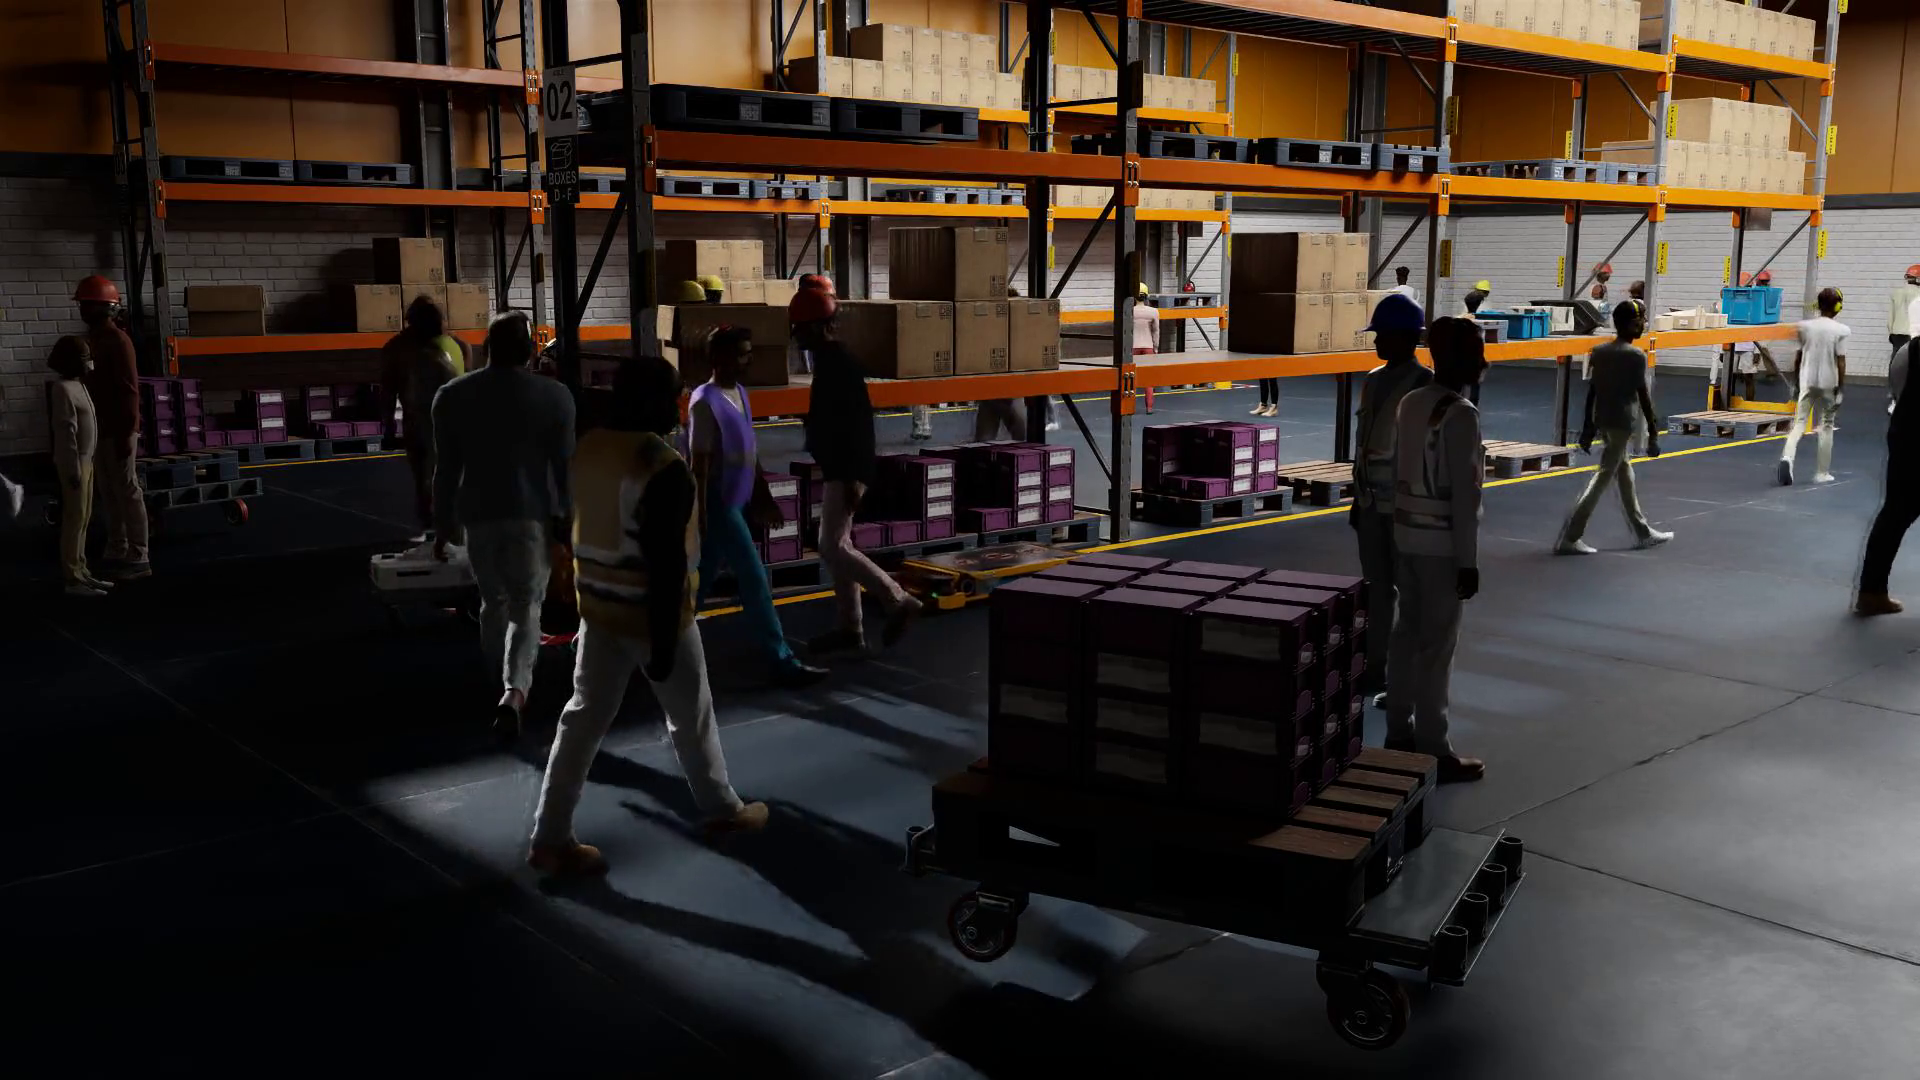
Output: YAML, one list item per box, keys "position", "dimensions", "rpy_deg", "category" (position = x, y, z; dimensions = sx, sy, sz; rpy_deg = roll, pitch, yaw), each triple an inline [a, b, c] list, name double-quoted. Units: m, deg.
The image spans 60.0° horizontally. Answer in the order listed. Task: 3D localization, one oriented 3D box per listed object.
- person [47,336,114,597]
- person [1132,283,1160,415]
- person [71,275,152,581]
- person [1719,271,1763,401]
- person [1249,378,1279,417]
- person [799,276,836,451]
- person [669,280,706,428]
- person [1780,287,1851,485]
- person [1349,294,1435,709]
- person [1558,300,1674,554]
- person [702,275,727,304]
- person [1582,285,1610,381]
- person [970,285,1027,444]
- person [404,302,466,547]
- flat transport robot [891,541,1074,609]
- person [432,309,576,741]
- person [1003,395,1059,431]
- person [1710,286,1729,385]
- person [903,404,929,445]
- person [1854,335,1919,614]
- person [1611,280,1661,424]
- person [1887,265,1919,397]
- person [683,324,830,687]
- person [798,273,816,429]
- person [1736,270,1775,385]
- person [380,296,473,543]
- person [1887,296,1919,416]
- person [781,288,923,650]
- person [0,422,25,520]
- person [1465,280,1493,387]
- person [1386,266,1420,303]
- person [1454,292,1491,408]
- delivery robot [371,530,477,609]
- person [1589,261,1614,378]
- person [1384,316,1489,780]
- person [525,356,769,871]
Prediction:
- position: [-5.525, -0.462, 10.432]
  dimensions: [0.268, 1.632, 0.507]
  rpy_deg: [-3, 10, -18]
  category: "person"
- position: [2.409, -2.558, 22.318]
  dimensions: [0.533, 1.768, 0.311]
  rpy_deg: [-1, 10, -4]
  category: "person"
- position: [-5.611, -0.734, 10.965]
  dimensions: [0.620, 1.996, 0.372]
  rpy_deg: [8, 13, 41]
  category: "person"
- position: [9.948, -2.450, 21.217]
  dimensions: [0.381, 1.929, 0.542]
  rpy_deg: [-9, 13, -42]
  category: "person"
- position: [4.059, -2.471, 22.009]
  dimensions: [0.317, 1.695, 0.540]
  rpy_deg: [-3, 10, -20]
  category: "person"
- position: [-1.416, -1.858, 17.810]
  dimensions: [0.570, 1.900, 0.909]
  rpy_deg: [-7, 12, -37]
  category: "person"
- position: [-2.163, -1.150, 13.604]
  dimensions: [0.384, 1.924, 0.593]
  rpy_deg: [-6, 11, -32]
  category: "person"
- position: [7.936, -1.422, 15.429]
  dimensions: [0.519, 1.847, 0.813]
  rpy_deg: [10, 14, 44]
  category: "person"
- position: [2.052, -0.182, 7.869]
  dimensions: [0.391, 1.949, 0.602]
  rpy_deg: [-4, 11, -23]
  category: "person"
- position: [4.725, -0.793, 11.849]
  dimensions: [0.997, 1.815, 0.550]
  rpy_deg: [-2, 10, -14]
  category: "person"
- position: [-2.723, -2.027, 18.791]
  dimensions: [0.751, 1.900, 0.622]
  rpy_deg: [-9, 13, -41]
  category: "person"
- position: [10.792, -3.505, 28.234]
  dimensions: [0.307, 1.639, 0.525]
  rpy_deg: [-5, 11, -28]
  category: "person"
- position: [0.292, -1.178, 13.892]
  dimensions: [1.020, 1.891, 0.638]
  rpy_deg: [-8, 13, -39]
  category: "person"
- position: [-3.617, -0.739, 11.558]
  dimensions: [0.506, 1.812, 0.667]
  rpy_deg: [-1, 10, -7]
  category: "person"
- position: [0.194, 0.205, 10.513]
  dimensions: [1.431, 0.197, 0.652]
  rpy_deg: [-8, 13, -40]
  category: "flat transport robot"
- position: [-2.030, -0.076, 7.421]
  dimensions: [0.663, 1.902, 0.938]
  rpy_deg: [-1, 10, -7]
  category: "person"
- position: [0.866, -2.086, 20.048]
  dimensions: [0.864, 1.584, 0.522]
  rpy_deg: [-6, 11, -30]
  category: "person"
- position: [12.605, -3.365, 27.419]
  dimensions: [0.514, 1.639, 0.310]
  rpy_deg: [6, 11, 30]
  category: "person"
- position: [-0.537, -1.972, 18.746]
  dimensions: [0.623, 1.813, 0.630]
  rpy_deg: [-8, 12, -38]
  category: "person"
- position: [5.813, -0.556, 9.797]
  dimensions: [1.021, 2.000, 0.695]
  rpy_deg: [-3, 10, -14]
  category: "person"
- position: [8.548, -2.345, 20.931]
  dimensions: [0.738, 1.819, 0.634]
  rpy_deg: [-8, 12, -38]
  category: "person"
- position: [14.219, -3.117, 24.925]
  dimensions: [0.395, 1.994, 0.612]
  rpy_deg: [-5, 11, -28]
  category: "person"
- position: [-1.147, -0.163, 8.220]
  dimensions: [0.962, 1.798, 0.591]
  rpy_deg: [1, 10, 5]
  category: "person"
- position: [-1.804, -2.328, 20.551]
  dimensions: [0.382, 1.912, 0.592]
  rpy_deg: [-2, 10, -11]
  category: "person"
- position: [13.261, -3.534, 27.685]
  dimensions: [0.553, 1.883, 0.964]
  rpy_deg: [-5, 11, -29]
  category: "person"
- position: [-3.864, -0.844, 12.102]
  dimensions: [0.668, 1.844, 0.842]
  rpy_deg: [-2, 10, -13]
  category: "person"
- position: [12.554, -2.485, 21.606]
  dimensions: [0.664, 1.921, 0.619]
  rpy_deg: [-4, 11, -23]
  category: "person"
- position: [-0.603, -0.357, 8.870]
  dimensions: [0.679, 1.959, 0.639]
  rpy_deg: [-1, 10, -8]
  category: "person"
- position: [-7.681, -0.988, 12.916]
  dimensions: [0.521, 1.850, 0.845]
  rpy_deg: [4, 10, 20]
  category: "person"
- position: [8.423, -3.352, 27.051]
  dimensions: [0.525, 1.746, 0.449]
  rpy_deg: [-5, 11, -29]
  category: "person"
- position: [7.319, -3.560, 27.627]
  dimensions: [0.604, 1.958, 0.372]
  rpy_deg: [-2, 10, -9]
  category: "person"
- position: [6.422, -2.278, 20.938]
  dimensions: [0.546, 1.685, 0.437]
  rpy_deg: [3, 10, 16]
  category: "person"
- position: [-3.000, 0.185, 9.527]
  dimensions: [0.707, 0.478, 0.477]
  rpy_deg: [-3, 10, -17]
  category: "delivery robot"
- position: [11.011, -3.778, 28.660]
  dimensions: [0.398, 2.045, 0.612]
  rpy_deg: [6, 12, 33]
  category: "person"
- position: [1.956, 0.031, 6.819]
  dimensions: [0.342, 1.881, 0.579]
  rpy_deg: [-2, 10, -10]
  category: "person"
- position: [-1.141, 0.255, 5.817]
  dimensions: [0.637, 1.792, 0.976]
  rpy_deg: [8, 13, 41]
  category: "person"
